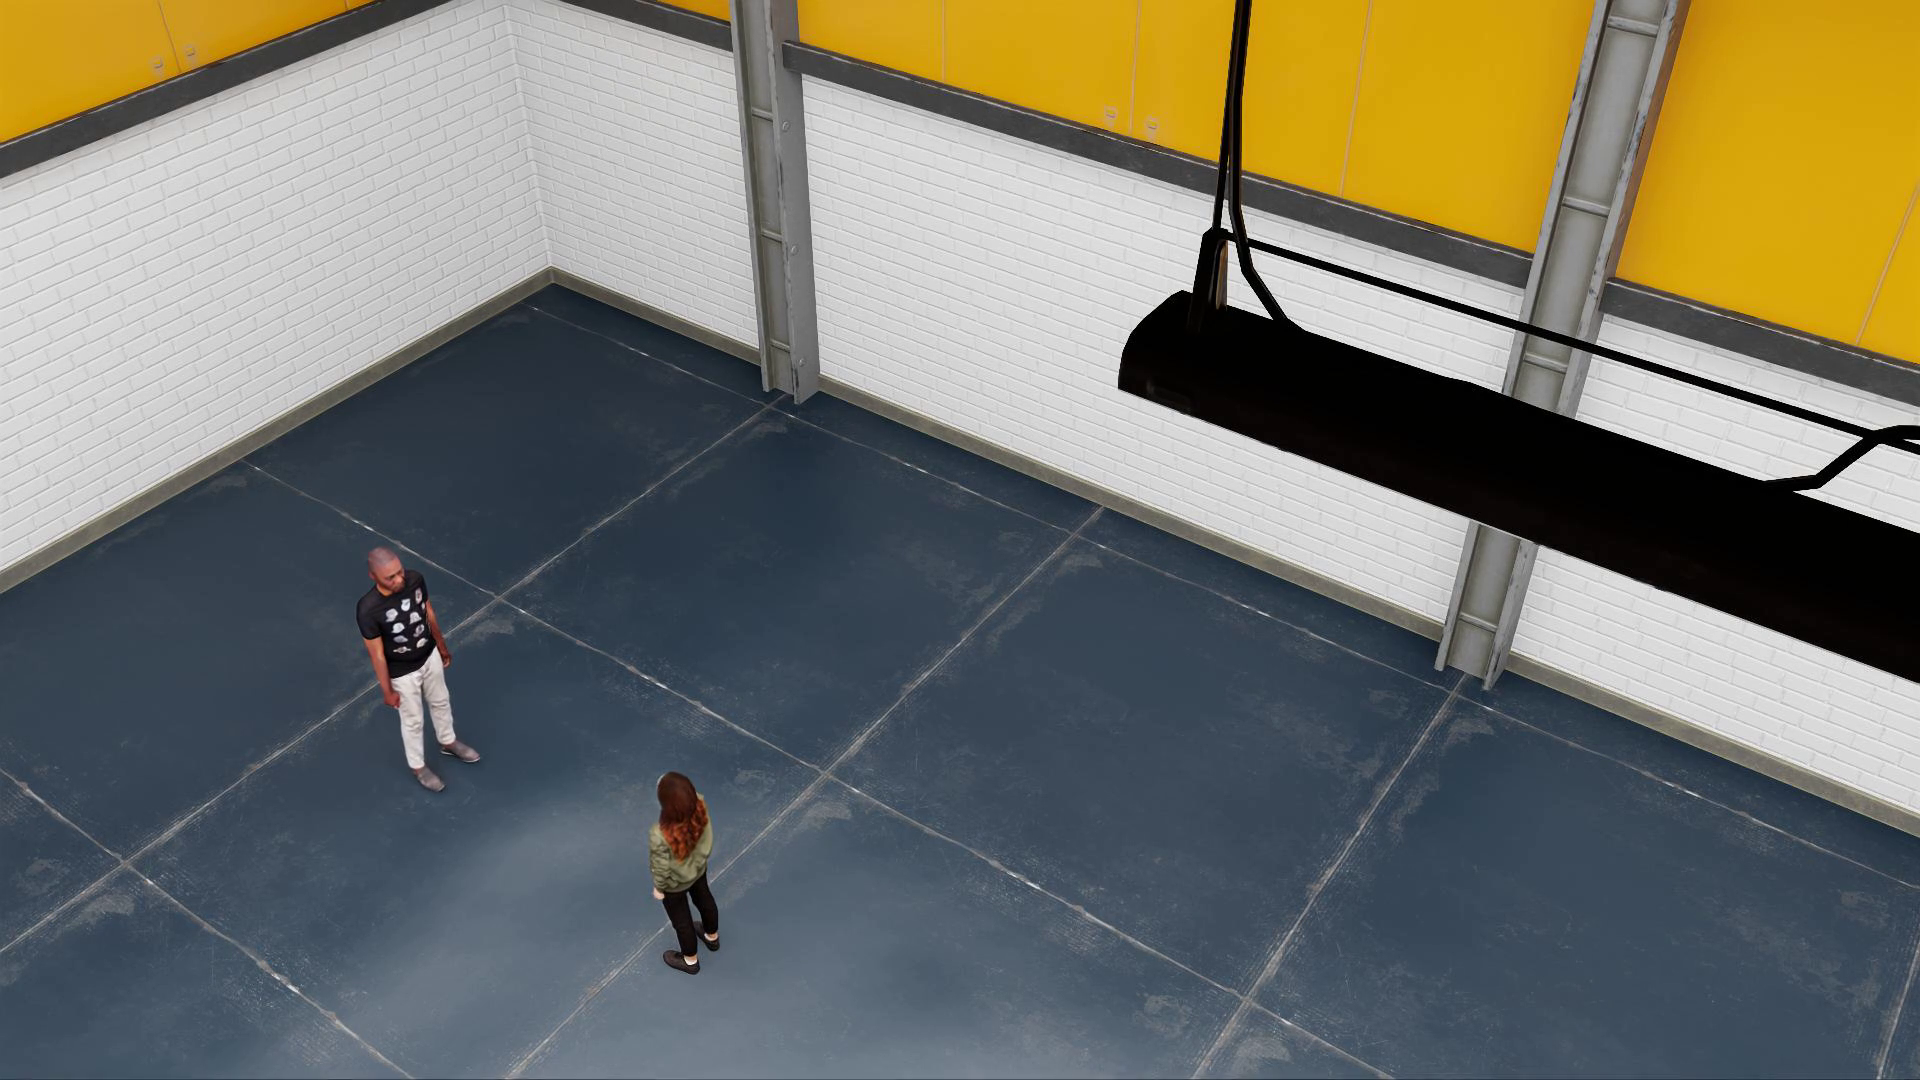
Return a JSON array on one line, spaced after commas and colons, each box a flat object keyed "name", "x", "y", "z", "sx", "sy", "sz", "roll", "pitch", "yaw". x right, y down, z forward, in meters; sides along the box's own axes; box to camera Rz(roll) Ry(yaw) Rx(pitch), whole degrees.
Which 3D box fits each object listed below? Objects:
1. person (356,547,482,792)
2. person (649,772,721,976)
[{"name": "person", "x": -3.342, "y": 0.743, "z": 10.100, "sx": 0.610, "sy": 1.802, "sz": 0.669, "roll": 21, "pitch": 43, "yaw": 24}, {"name": "person", "x": -1.503, "y": 1.792, "z": 9.047, "sx": 0.500, "sy": 1.476, "sz": 0.576, "roll": 23, "pitch": 44, "yaw": 26}]
